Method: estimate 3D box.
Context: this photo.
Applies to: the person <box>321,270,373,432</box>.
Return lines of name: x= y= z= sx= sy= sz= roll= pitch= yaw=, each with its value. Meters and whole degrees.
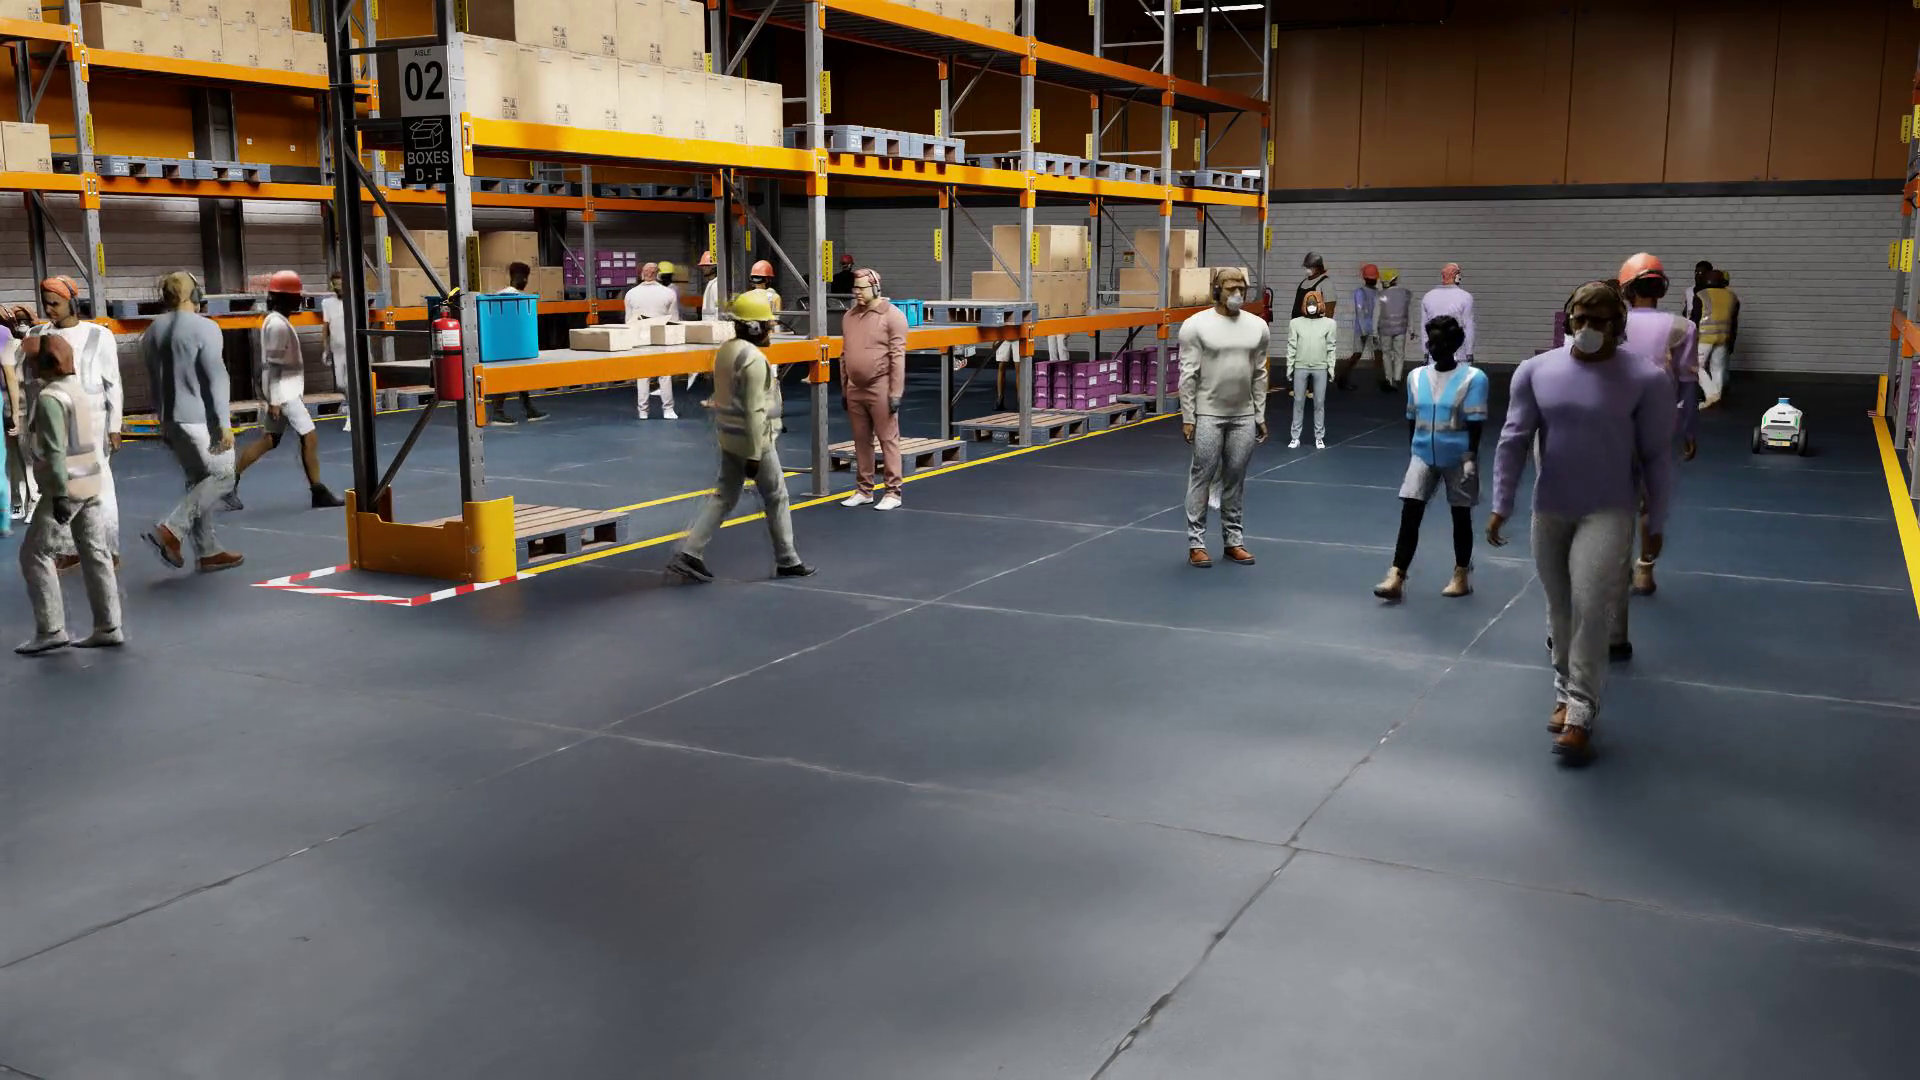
person: x=-7.028 y=-2.185 z=19.124 sx=0.506 sy=1.835 sz=0.832 roll=0 pitch=10 yaw=2

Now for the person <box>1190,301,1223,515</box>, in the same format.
person: x=2.008 y=-1.123 z=12.949 sx=0.524 sy=1.843 sz=0.540 roll=-2 pitch=10 yaw=-13

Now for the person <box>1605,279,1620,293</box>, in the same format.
person: x=9.983 y=-3.205 z=25.640 sx=0.287 sy=1.623 sz=0.506 roll=3 pitch=10 yaw=19

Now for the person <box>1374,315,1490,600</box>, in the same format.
person: x=2.744 y=-0.451 z=9.588 sx=0.542 sy=1.658 sz=0.835 roll=8 pitch=13 yaw=40

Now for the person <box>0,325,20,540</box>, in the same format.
person: x=-6.903 y=-0.889 z=11.643 sx=0.571 sy=1.832 sz=0.396 roll=-7 pitch=12 yaw=-34

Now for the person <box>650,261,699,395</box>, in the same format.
person: x=-4.104 y=-3.009 z=23.674 sx=0.622 sy=1.916 sz=0.623 roll=-2 pitch=10 yaw=-11

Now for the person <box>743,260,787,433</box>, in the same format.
person: x=-2.212 y=-2.151 z=18.625 sx=0.547 sy=1.938 sz=0.377 roll=4 pitch=11 yaw=22

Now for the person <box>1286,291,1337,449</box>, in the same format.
person: x=3.632 y=-1.756 z=17.219 sx=0.507 sy=1.633 sz=0.276 roll=2 pitch=10 yaw=13

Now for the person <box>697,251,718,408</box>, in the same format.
person: x=-3.232 y=-2.741 z=21.739 sx=0.374 sy=2.043 sz=0.611 roll=-3 pitch=10 yaw=-15

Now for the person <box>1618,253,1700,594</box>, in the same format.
person: x=4.027 y=-0.681 z=9.855 sx=0.657 sy=2.021 sz=0.433 roll=3 pitch=10 yaw=19

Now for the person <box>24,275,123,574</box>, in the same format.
person: x=-5.566 y=-0.715 z=10.461 sx=0.583 sy=1.884 sz=0.343 roll=0 pitch=10 yaw=0

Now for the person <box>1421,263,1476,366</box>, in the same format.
person: x=5.471 y=-2.131 z=18.602 sx=0.642 sy=1.909 sz=0.408 roll=10 pitch=14 yaw=44

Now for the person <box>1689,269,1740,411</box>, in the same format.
person: x=9.645 y=-2.545 z=21.282 sx=0.662 sy=1.814 sz=0.536 roll=-1 pitch=10 yaw=-8

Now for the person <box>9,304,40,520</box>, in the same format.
person: x=-7.096 y=-0.975 z=12.694 sx=0.498 sy=1.634 sz=0.279 roll=-6 pitch=12 yaw=-33

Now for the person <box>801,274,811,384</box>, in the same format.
person: x=-2.296 y=-3.264 z=25.768 sx=0.321 sy=1.696 sz=0.537 roll=-3 pitch=10 yaw=-19

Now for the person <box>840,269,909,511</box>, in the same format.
person: x=-0.712 y=-1.184 z=13.148 sx=0.642 sy=1.900 sz=0.404 roll=7 pitch=12 yaw=36

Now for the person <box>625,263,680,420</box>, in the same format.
person: x=-3.715 y=-2.404 z=20.186 sx=0.651 sy=1.904 sz=0.403 roll=0 pitch=10 yaw=-1

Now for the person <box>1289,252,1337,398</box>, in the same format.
person: x=4.892 y=-3.004 z=23.267 sx=0.538 sy=2.000 sz=0.690 roll=-5 pitch=11 yaw=-28

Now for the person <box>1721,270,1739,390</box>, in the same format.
person: x=11.263 y=-3.114 z=24.694 sx=0.523 sy=1.769 sz=0.323 roll=6 pitch=11 yaw=30

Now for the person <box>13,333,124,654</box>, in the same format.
person: x=-4.592 y=-0.231 z=8.405 sx=0.607 sy=1.616 sz=0.551 roll=-2 pitch=10 yaw=-10

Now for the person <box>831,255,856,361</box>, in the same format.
person: x=-2.108 y=-4.335 z=31.129 sx=0.608 sy=1.986 sz=0.391 roll=1 pitch=10 yaw=7

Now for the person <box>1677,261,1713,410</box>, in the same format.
person: x=9.595 y=-2.645 z=21.544 sx=0.386 sy=1.918 sz=0.596 roll=-5 pitch=11 yaw=-26

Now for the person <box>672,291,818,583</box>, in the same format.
person: x=-1.350 y=-0.617 z=10.170 sx=0.891 sy=1.803 sz=0.587 roll=-6 pitch=12 yaw=-32

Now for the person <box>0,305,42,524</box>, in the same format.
person: x=-7.109 y=-0.931 z=12.423 sx=0.514 sy=1.642 sz=0.310 roll=0 pitch=10 yaw=1

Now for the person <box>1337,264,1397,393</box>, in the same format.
person: x=5.913 y=-3.073 z=24.191 sx=0.575 sy=1.881 sz=0.981 roll=-9 pitch=13 yaw=-42

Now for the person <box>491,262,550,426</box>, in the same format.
person: x=-5.221 y=-2.324 z=19.681 sx=0.927 sy=1.905 sz=0.742 roll=-8 pitch=13 yaw=-40

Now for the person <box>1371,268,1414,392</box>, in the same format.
person: x=6.272 y=-3.029 z=24.088 sx=0.666 sy=1.801 sz=0.540 roll=-1 pitch=10 yaw=-6

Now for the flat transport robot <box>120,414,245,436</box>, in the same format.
flat transport robot: x=-8.704 y=-1.254 z=18.253 sx=1.431 sy=0.197 sz=0.652 roll=1 pitch=10 yaw=7

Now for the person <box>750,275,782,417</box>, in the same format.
person: x=-2.413 y=-2.411 z=20.457 sx=0.430 sy=1.835 sz=0.621 roll=-4 pitch=11 yaw=-24

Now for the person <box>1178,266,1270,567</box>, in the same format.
person: x=1.713 y=-0.795 z=10.772 sx=0.629 sy=1.940 sz=0.373 roll=-3 pitch=10 yaw=-18

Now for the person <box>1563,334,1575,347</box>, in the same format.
person: x=5.919 y=-1.519 z=15.709 sx=0.527 sy=1.683 sz=0.888 roll=2 pitch=10 yaw=13

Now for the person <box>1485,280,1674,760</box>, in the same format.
person: x=2.482 y=-0.083 z=6.744 sx=0.635 sy=1.900 sz=0.901 roll=8 pitch=12 yaw=38

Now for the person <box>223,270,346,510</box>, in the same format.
person: x=-5.409 y=-1.167 z=13.068 sx=0.973 sy=1.901 sz=0.559 roll=-4 pitch=11 yaw=-24

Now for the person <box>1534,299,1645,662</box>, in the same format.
person: x=3.162 y=-0.310 z=8.272 sx=0.589 sy=1.833 sz=0.404 roll=5 pitch=11 yaw=27

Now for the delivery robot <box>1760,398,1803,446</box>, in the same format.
delivery robot: x=8.322 y=-1.197 z=16.829 sx=0.477 sy=0.478 sz=0.707 roll=5 pitch=11 yaw=28

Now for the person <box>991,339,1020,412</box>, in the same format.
person: x=0.657 y=-2.604 z=21.242 sx=0.542 sy=1.939 sz=0.361 roll=2 pitch=10 yaw=10

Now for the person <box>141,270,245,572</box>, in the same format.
person: x=-4.868 y=-0.724 z=10.425 sx=0.663 sy=1.918 sz=0.593 roll=5 pitch=11 yaw=27

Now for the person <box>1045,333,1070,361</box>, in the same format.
person: x=1.425 y=-3.122 z=24.399 sx=0.342 sy=1.882 sz=0.587 roll=-6 pitch=12 yaw=-33
